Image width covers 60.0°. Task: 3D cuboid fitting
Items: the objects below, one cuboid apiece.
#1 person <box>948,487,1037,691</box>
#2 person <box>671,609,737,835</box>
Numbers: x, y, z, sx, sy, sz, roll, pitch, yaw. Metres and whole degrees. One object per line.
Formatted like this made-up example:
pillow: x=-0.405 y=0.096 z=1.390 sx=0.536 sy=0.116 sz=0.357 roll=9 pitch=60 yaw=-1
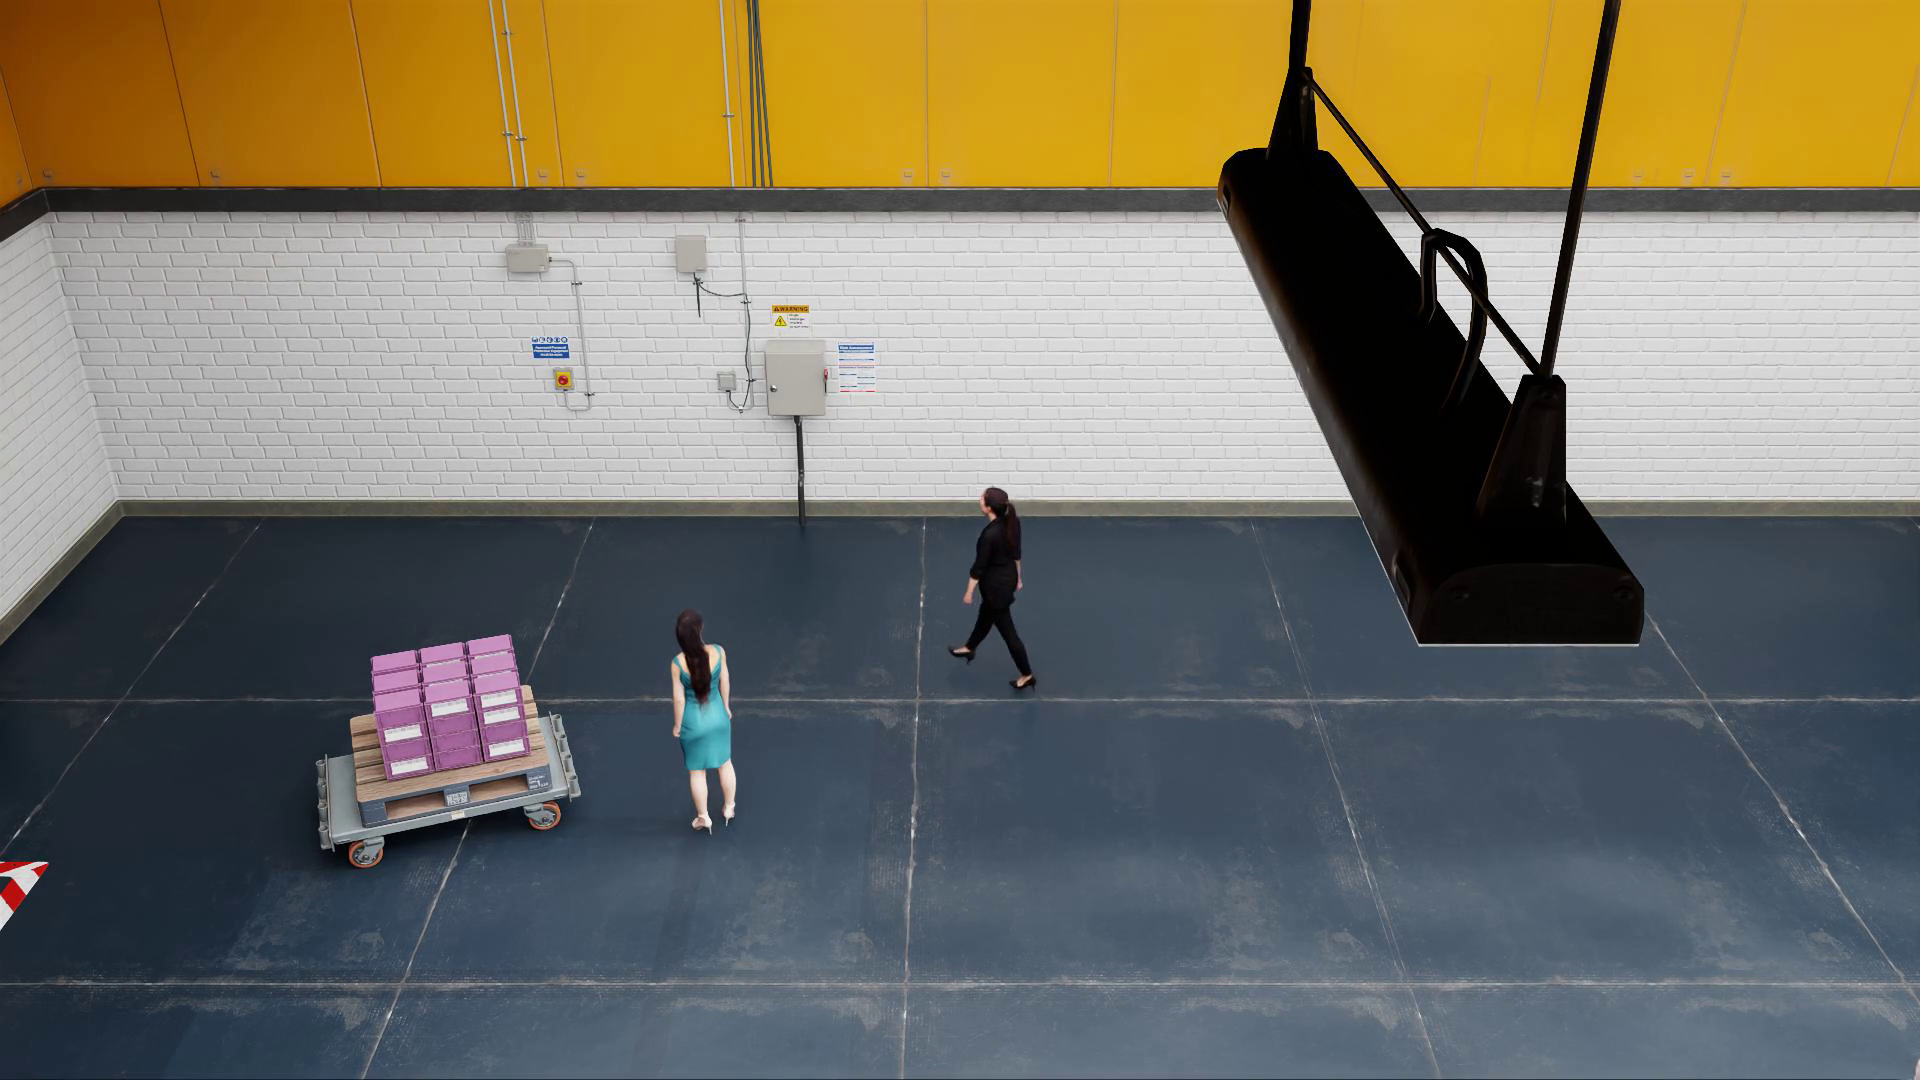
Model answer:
person: x=0.349 y=0.413 z=12.301 sx=1.043 sy=1.609 sz=1.094 roll=17 pitch=33 yaw=29
person: x=-1.665 y=1.181 z=10.810 sx=0.619 sy=1.688 sz=0.623 roll=-15 pitch=32 yaw=-25
